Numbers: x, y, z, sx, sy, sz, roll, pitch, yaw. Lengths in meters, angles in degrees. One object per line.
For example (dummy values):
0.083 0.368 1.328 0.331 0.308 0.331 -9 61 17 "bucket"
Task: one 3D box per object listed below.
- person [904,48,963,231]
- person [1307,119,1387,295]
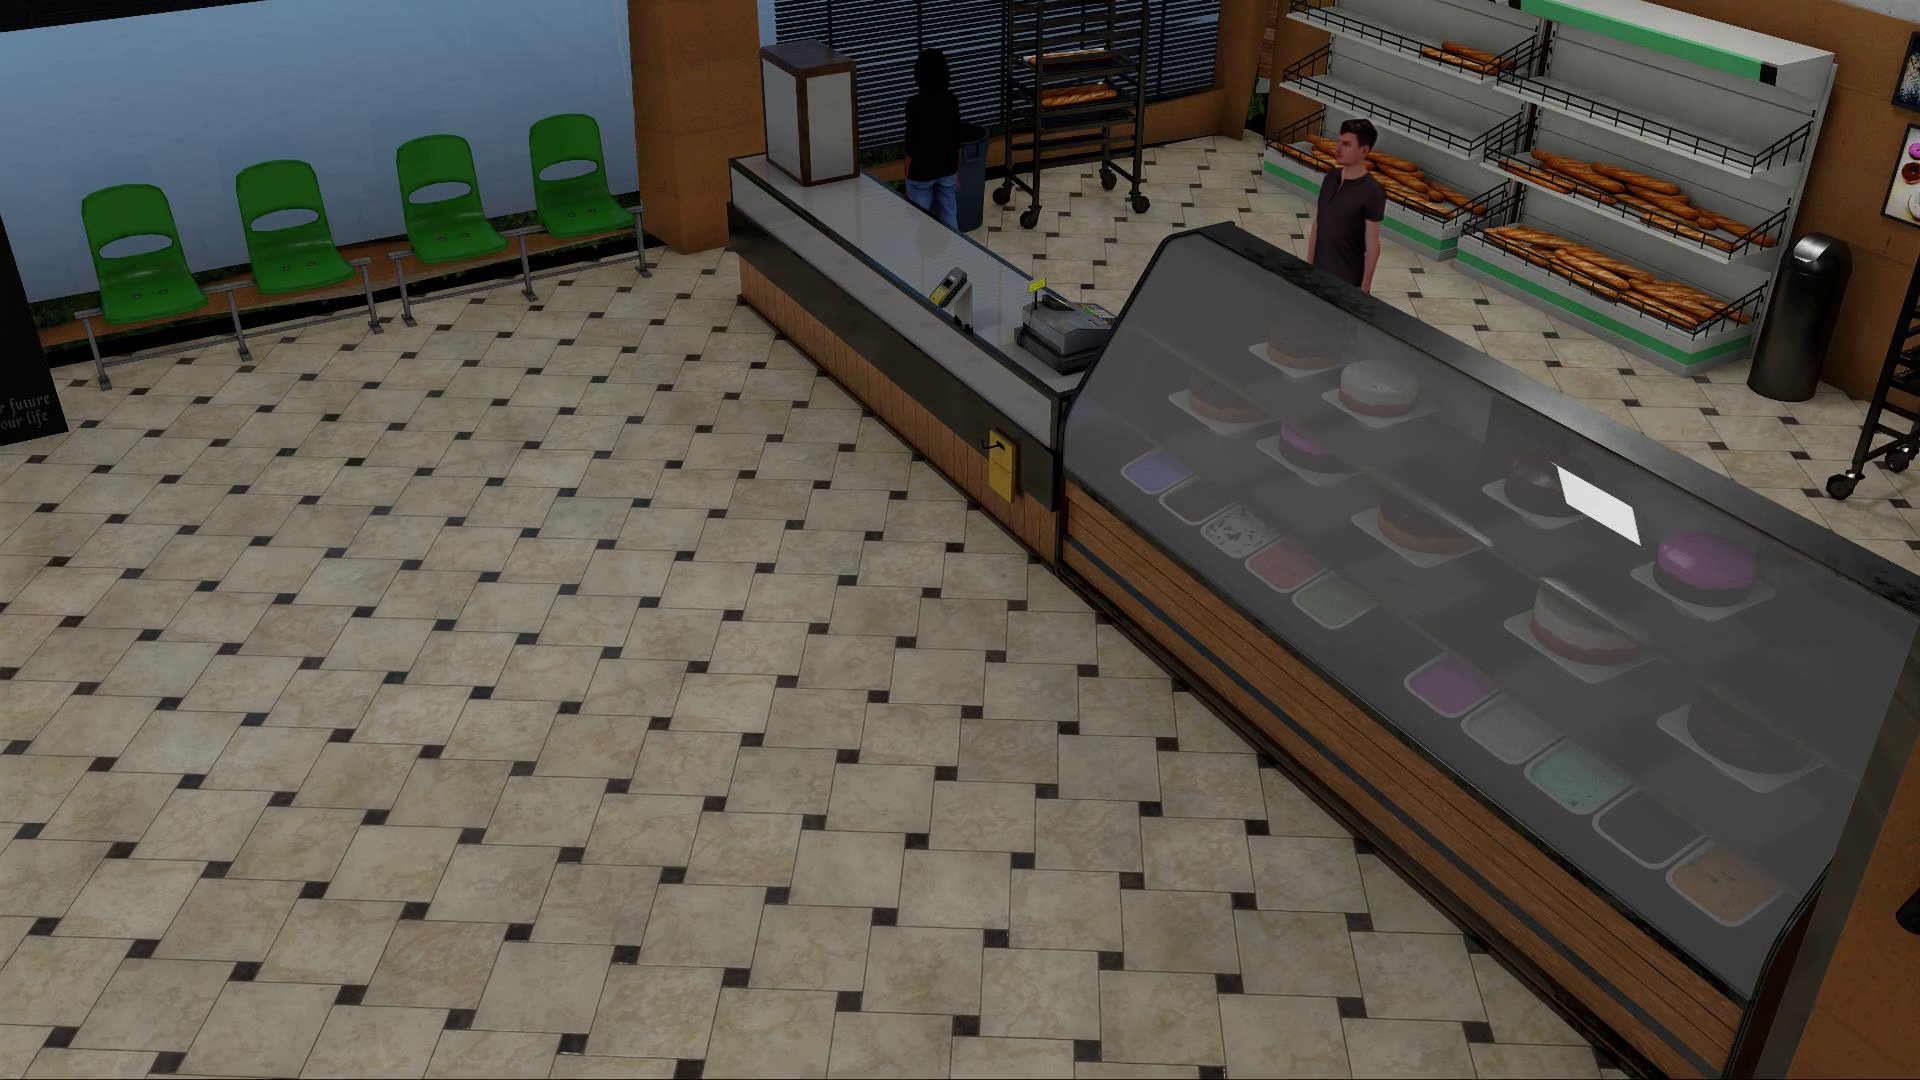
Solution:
-0.181 -2.395 10.984 0.512 1.702 0.649 -12 34 -18 "person"
2.134 -1.452 9.326 0.514 1.851 0.649 -17 36 -25 "person"
